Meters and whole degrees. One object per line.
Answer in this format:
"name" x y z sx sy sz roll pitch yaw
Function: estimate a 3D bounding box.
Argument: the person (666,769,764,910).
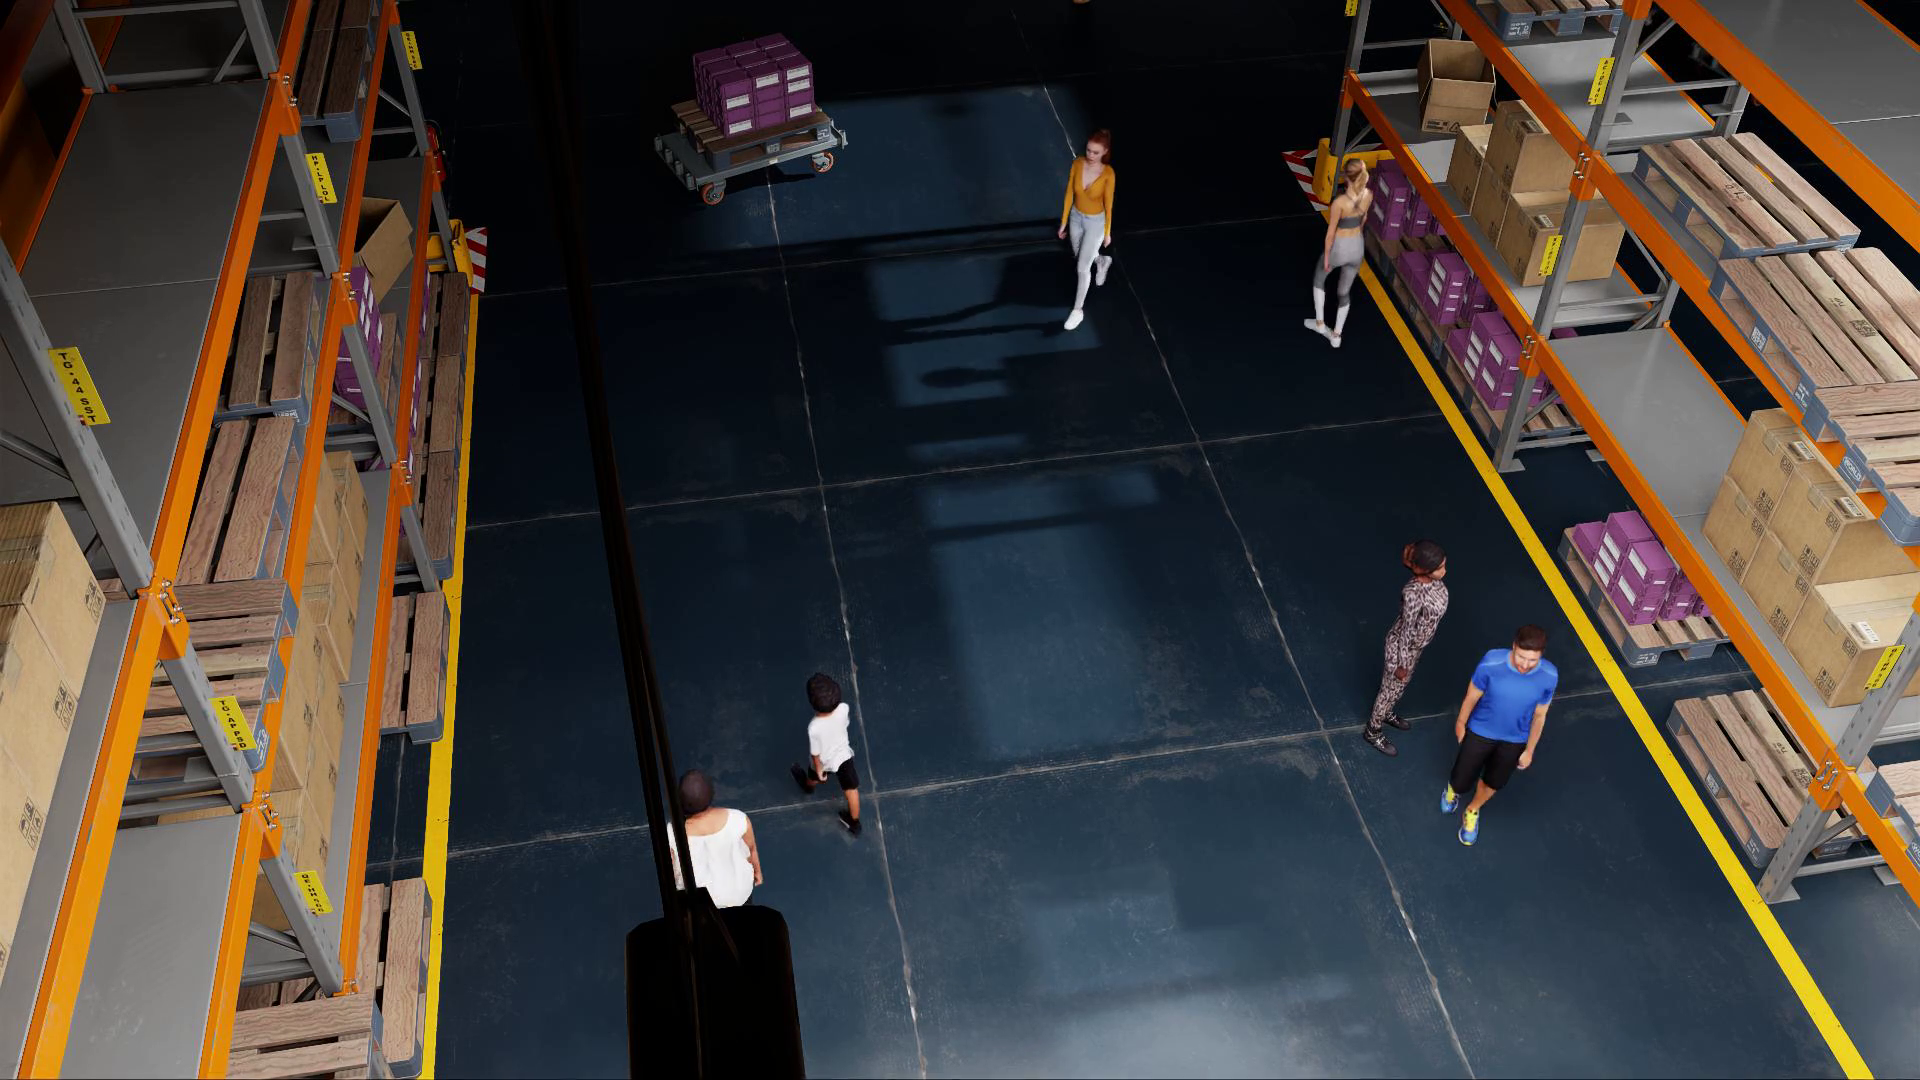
"person" -1.352 1.903 9.134 0.656 1.661 1.017 -6 44 -6

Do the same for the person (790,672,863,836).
"person" -0.737 1.325 10.059 0.744 1.223 0.934 -28 50 -26

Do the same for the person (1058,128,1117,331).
"person" 1.102 -2.663 13.881 1.061 1.726 1.119 26 49 25

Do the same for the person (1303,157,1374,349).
"person" 3.153 -2.278 13.502 0.577 1.690 0.633 -10 45 -11

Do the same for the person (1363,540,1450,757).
"person" 2.800 0.651 10.410 0.743 1.714 0.678 24 49 23

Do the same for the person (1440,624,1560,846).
"person" 3.205 1.064 9.877 0.751 1.852 0.826 10 44 10
